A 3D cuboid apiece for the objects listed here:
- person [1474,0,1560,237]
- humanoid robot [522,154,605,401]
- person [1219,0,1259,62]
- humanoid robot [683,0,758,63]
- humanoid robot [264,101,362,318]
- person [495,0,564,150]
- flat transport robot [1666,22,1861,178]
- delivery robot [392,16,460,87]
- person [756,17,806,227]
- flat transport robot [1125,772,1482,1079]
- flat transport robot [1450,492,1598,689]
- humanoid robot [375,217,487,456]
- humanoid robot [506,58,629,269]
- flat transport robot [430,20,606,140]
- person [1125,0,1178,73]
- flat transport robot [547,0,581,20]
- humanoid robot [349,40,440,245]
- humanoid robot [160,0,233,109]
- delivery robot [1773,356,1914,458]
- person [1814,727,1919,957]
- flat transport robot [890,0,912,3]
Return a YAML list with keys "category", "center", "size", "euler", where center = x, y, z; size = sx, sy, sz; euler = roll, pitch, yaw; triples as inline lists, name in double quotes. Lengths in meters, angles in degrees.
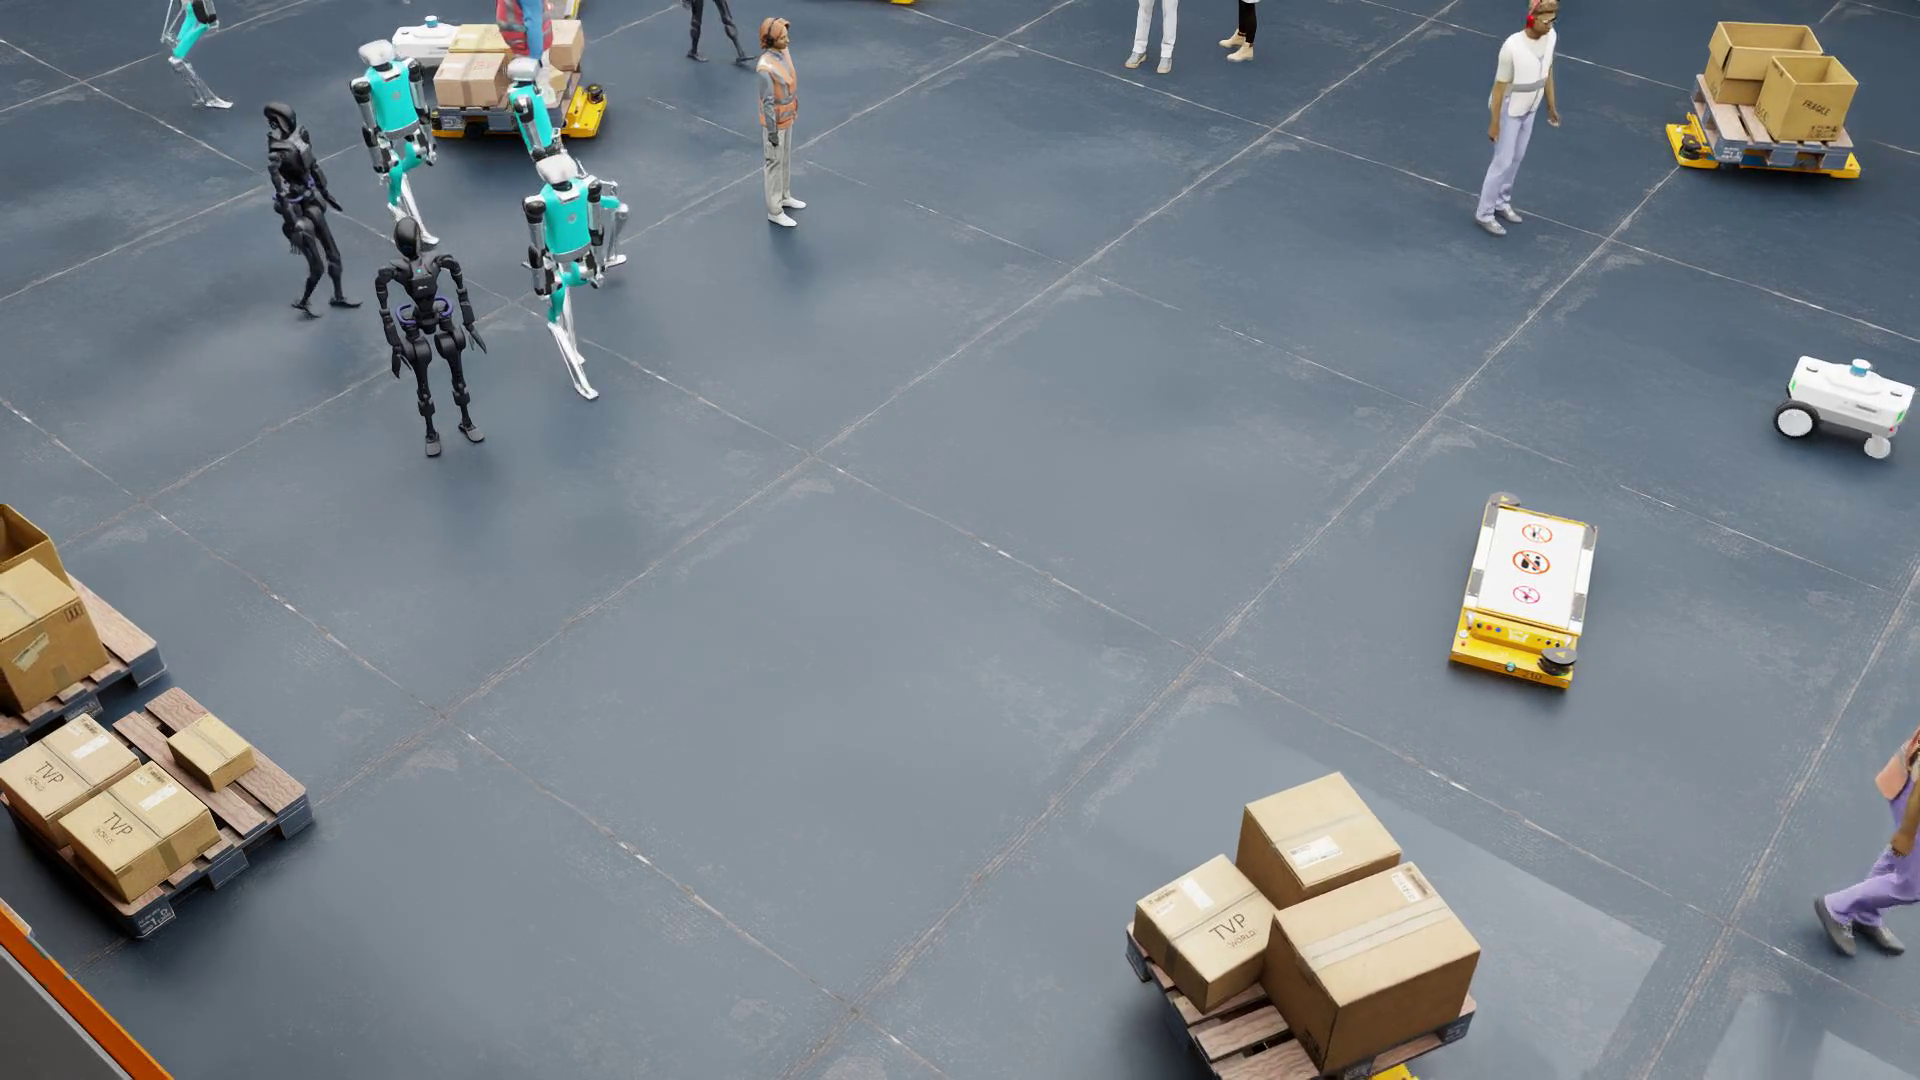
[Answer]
- category: "person"
  center: [4.252, -3.255, 12.702]
  size: [0.566, 1.833, 0.450]
  euler: [-29, 48, -30]
- category: "humanoid robot"
  center: [-2.692, -1.828, 11.086]
  size: [0.530, 1.772, 0.821]
  euler: [-28, 48, -29]
- category: "person"
  center: [2.600, -5.204, 15.096]
  size: [0.317, 1.695, 0.539]
  euler: [-3, 40, -4]
- category: "humanoid robot"
  center: [-2.247, -5.041, 14.941]
  size: [0.746, 1.629, 0.586]
  euler: [27, 47, 28]
- category: "humanoid robot"
  center: [-4.627, -2.347, 11.753]
  size: [0.354, 1.648, 0.596]
  euler: [5, 41, 6]
- category: "person"
  center: [-3.554, -4.081, 13.672]
  size: [0.430, 1.838, 0.637]
  euler: [-16, 43, -18]
- category: "flat transport robot"
  center: [6.748, -3.325, 13.989]
  size: [1.431, 0.231, 0.659]
  euler: [6, 41, 6]
- category: "delivery robot"
  center: [-4.756, -4.454, 15.090]
  size: [0.773, 0.586, 0.499]
  euler: [0, 40, 0]
- category: "person"
  center: [-1.395, -3.232, 12.820]
  size: [0.308, 1.638, 0.521]
  euler: [7, 41, 8]
- category: "flat transport robot"
  center: [1.507, 2.141, 7.560]
  size: [0.659, 0.231, 1.431]
  euler: [-16, 43, -18]
- category: "flat transport robot"
  center: [3.330, 0.266, 9.765]
  size: [0.659, 0.231, 1.431]
  euler: [14, 42, 16]
- category: "humanoid robot"
  center: [-3.328, -1.294, 10.505]
  size: [0.599, 1.653, 0.315]
  euler: [-19, 44, -21]
- category: "humanoid robot"
  center: [-2.789, -2.658, 12.068]
  size: [0.985, 1.728, 0.566]
  euler: [-6, 41, -7]
- category: "flat transport robot"
  center: [-3.849, -3.730, 14.466]
  size: [1.431, 0.231, 0.659]
  euler: [0, 40, 0]
- category: "person"
  center: [1.792, -5.121, 14.857]
  size: [0.573, 1.883, 0.355]
  euler: [16, 43, 18]
- category: "flat transport robot"
  center: [-4.036, -5.072, 16.044]
  size: [0.659, 0.231, 1.431]
  euler: [-4, 41, -5]
- category: "humanoid robot"
  center: [-4.244, -2.897, 12.410]
  size: [0.560, 1.850, 0.741]
  euler: [-33, 50, -32]
- category: "humanoid robot"
  center: [-6.677, -4.522, 14.270]
  size: [0.732, 1.779, 0.546]
  euler: [-31, 49, -31]
- category: "delivery robot"
  center: [5.824, -0.917, 10.929]
  size: [0.772, 0.586, 0.499]
  euler: [22, 45, 24]
- category: "person"
  center: [4.366, 1.180, 7.495]
  size: [0.450, 1.821, 0.624]
  euler: [32, 50, 32]
- category: "flat transport robot"
  center: [-1.108, -5.671, 16.749]
  size: [1.431, 0.231, 0.659]
  euler: [9, 41, 10]
